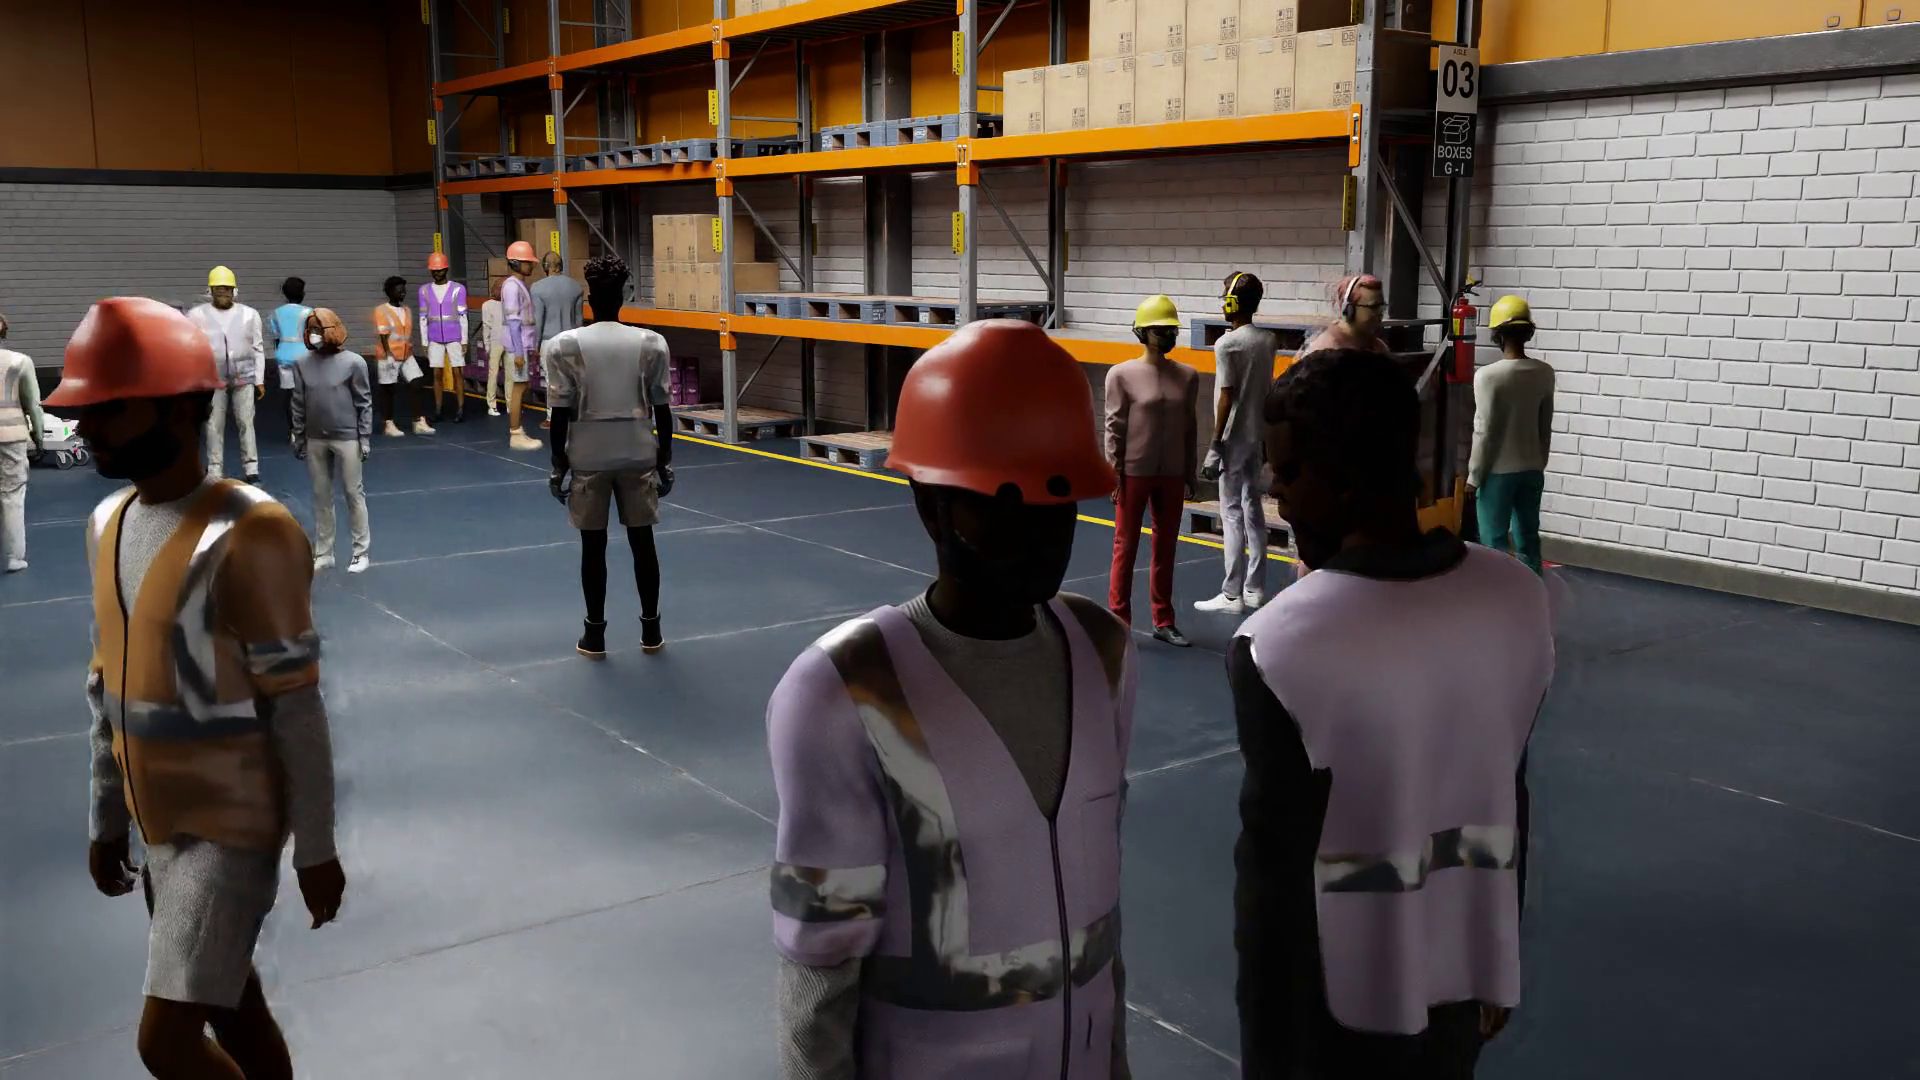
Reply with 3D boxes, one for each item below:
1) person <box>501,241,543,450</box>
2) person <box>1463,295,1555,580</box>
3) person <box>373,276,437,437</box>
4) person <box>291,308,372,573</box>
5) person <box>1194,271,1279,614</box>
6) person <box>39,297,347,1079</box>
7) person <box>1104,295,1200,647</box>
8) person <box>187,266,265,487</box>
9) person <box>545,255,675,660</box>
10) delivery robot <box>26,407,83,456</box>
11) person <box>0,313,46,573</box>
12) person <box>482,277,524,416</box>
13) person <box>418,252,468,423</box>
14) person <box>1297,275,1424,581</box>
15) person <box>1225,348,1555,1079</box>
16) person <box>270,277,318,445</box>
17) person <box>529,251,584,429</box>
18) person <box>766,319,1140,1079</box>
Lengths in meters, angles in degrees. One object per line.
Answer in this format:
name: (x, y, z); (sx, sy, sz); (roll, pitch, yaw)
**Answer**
person: (-4.293, -1.903, 16.344); (0.389, 2.041, 0.615); (-2, 10, -9)
person: (2.732, -0.334, 8.338); (0.533, 1.764, 0.323); (-6, 12, -28)
person: (-5.797, -1.895, 17.310); (0.652, 1.676, 0.543); (6, 12, 29)
person: (-3.859, -0.607, 10.227); (0.507, 1.631, 0.265); (2, 10, 8)
person: (1.521, -0.528, 9.123); (0.328, 1.872, 0.512); (9, 14, 42)
person: (-1.454, 0.520, 3.092); (0.578, 1.919, 0.565); (7, 12, 33)
person: (0.959, -0.326, 8.276); (0.525, 1.772, 0.306); (-4, 11, -23)
person: (-6.046, -1.333, 13.730); (0.590, 1.837, 0.404); (-5, 11, -26)
person: (-1.701, -0.398, 8.125); (0.614, 1.963, 0.361); (-4, 11, -21)
delivery robot: (-8.304, -0.966, 15.001); (0.707, 0.478, 0.477); (0, 10, 0)
person: (-5.928, -0.606, 10.242); (0.539, 1.625, 0.382); (-4, 11, -20)
person: (-5.390, -2.276, 19.613); (0.499, 1.629, 0.283); (-10, 14, -43)
person: (-5.815, -2.270, 18.740); (0.543, 1.929, 0.388); (-1, 10, -4)
person: (1.969, -0.335, 8.047); (0.952, 1.860, 0.664); (9, 13, 40)
person: (0.657, 0.663, 2.433); (0.601, 1.877, 0.741); (-6, 12, -29)
person: (-6.653, -1.809, 16.798); (0.556, 1.679, 0.454); (2, 10, 13)
person: (-4.392, -2.170, 18.136); (0.631, 1.939, 0.372); (-9, 14, -42)
person: (0.039, 0.702, 2.049); (0.552, 1.935, 0.368); (-9, 13, -40)
